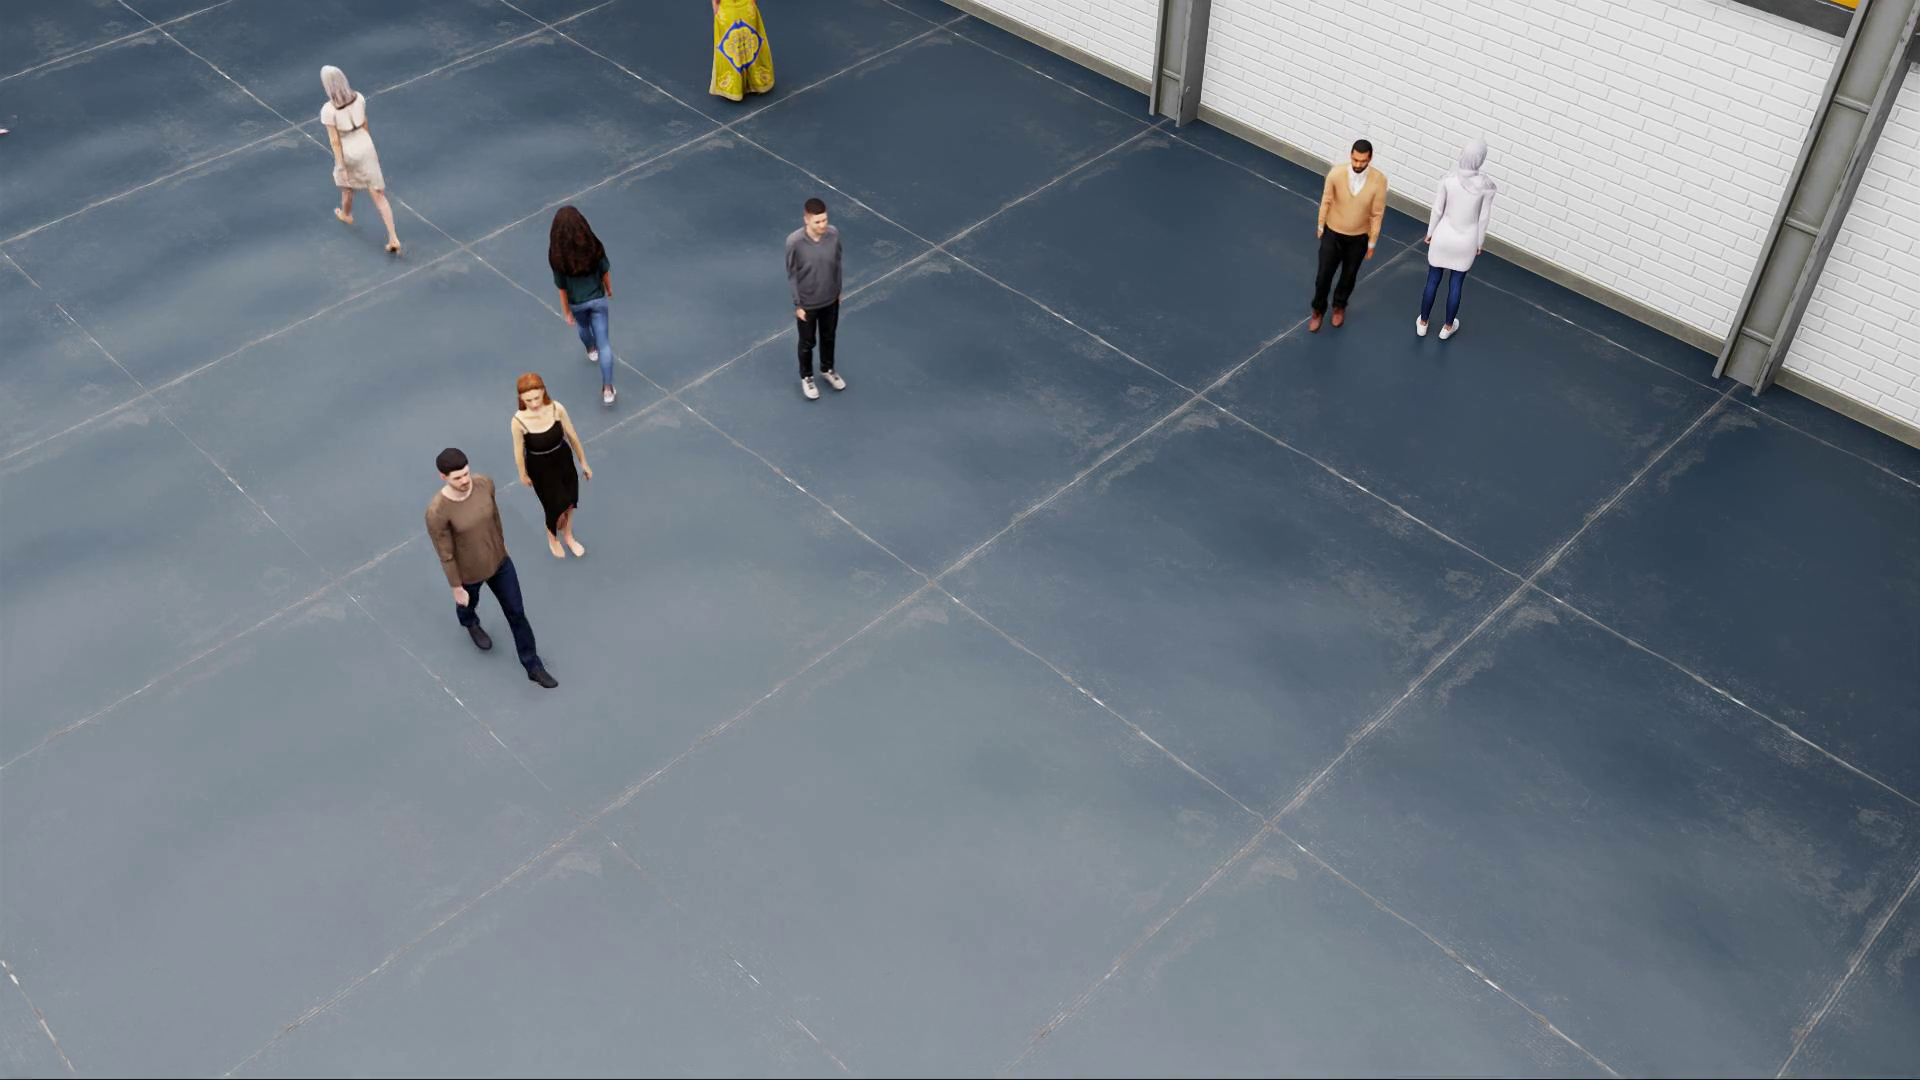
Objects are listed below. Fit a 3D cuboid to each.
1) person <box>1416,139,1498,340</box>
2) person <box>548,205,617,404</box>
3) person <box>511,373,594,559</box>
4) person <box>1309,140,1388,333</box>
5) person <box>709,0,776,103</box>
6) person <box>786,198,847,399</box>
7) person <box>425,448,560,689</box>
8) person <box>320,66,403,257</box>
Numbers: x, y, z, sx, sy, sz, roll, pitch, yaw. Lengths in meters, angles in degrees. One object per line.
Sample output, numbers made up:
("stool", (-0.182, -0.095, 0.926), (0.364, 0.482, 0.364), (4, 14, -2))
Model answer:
("person", (3.981, -2.414, 13.393), (0.603, 1.776, 0.741), (16, 46, 16))
("person", (-2.873, -1.800, 12.895), (0.978, 1.574, 1.194), (-10, 45, -11))
("person", (-2.881, -0.546, 11.549), (0.612, 1.614, 0.632), (-30, 51, -28))
("person", (3.176, -2.540, 13.557), (0.802, 1.732, 0.871), (9, 44, 10))
("person", (-2.197, -5.123, 16.320), (0.955, 1.660, 0.919), (-19, 47, -19))
("person", (-1.112, -1.882, 12.847), (0.671, 1.759, 0.635), (-21, 47, -21))
("person", (-3.146, 0.120, 10.688), (1.153, 1.838, 0.664), (34, 53, 30))
("person", (-5.107, -3.216, 14.299), (1.159, 1.687, 0.677), (29, 51, 27))
